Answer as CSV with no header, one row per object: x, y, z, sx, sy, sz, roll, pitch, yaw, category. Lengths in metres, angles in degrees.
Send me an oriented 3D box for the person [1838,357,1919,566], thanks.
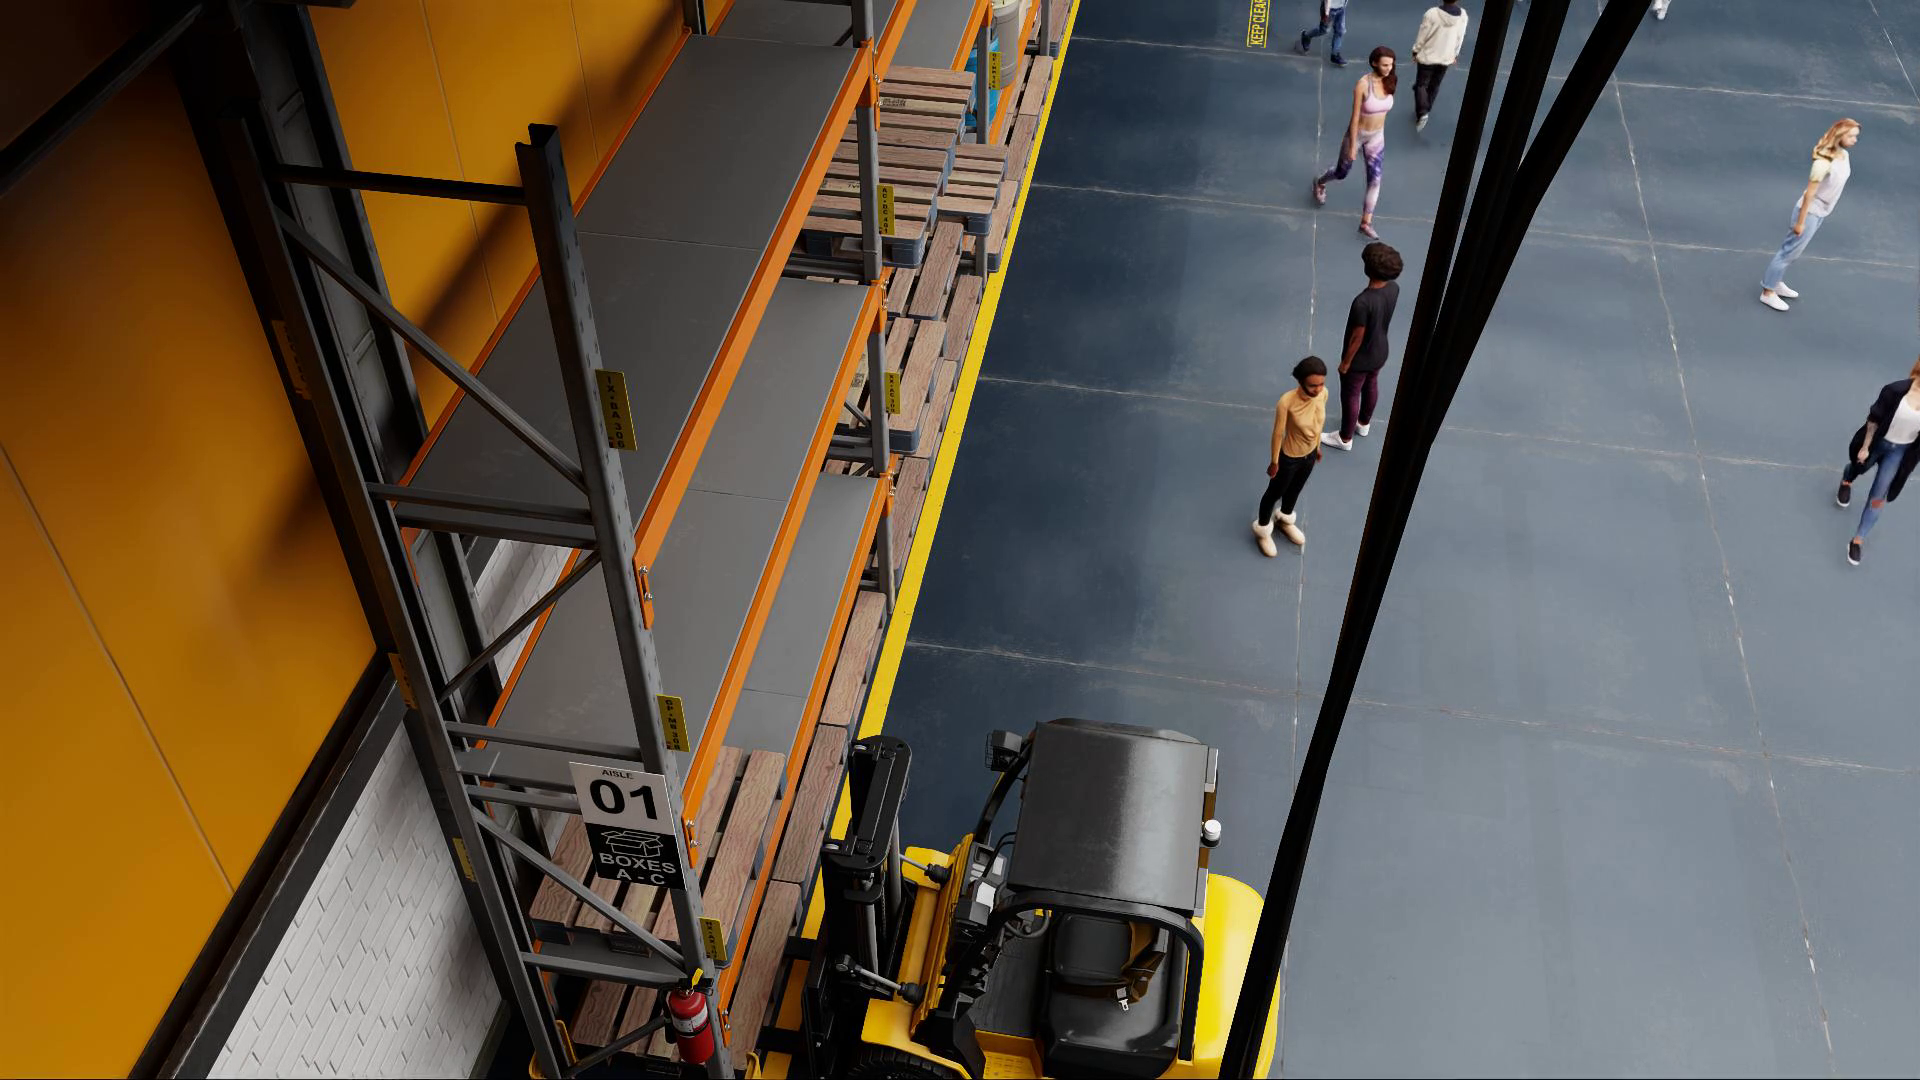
6.545,-0.717,11.773,0.743,1.643,1.164,13,45,14,person

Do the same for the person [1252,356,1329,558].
2.343,-0.615,11.654,0.688,1.659,0.727,-21,47,-20,person

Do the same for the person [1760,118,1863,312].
7.059,-2.720,13.817,0.764,1.723,0.649,31,52,28,person

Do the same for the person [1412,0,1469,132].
4.597,-4.631,16.030,0.686,1.438,0.841,-2,44,-2,person

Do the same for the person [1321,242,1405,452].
3.033,-1.444,12.434,0.779,1.784,0.684,34,53,30,person

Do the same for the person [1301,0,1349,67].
3.813,-5.536,17.120,0.798,1.245,0.840,-30,51,-27,person

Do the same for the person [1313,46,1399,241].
3.504,-3.563,14.692,0.975,1.737,1.204,-15,46,-15,person
